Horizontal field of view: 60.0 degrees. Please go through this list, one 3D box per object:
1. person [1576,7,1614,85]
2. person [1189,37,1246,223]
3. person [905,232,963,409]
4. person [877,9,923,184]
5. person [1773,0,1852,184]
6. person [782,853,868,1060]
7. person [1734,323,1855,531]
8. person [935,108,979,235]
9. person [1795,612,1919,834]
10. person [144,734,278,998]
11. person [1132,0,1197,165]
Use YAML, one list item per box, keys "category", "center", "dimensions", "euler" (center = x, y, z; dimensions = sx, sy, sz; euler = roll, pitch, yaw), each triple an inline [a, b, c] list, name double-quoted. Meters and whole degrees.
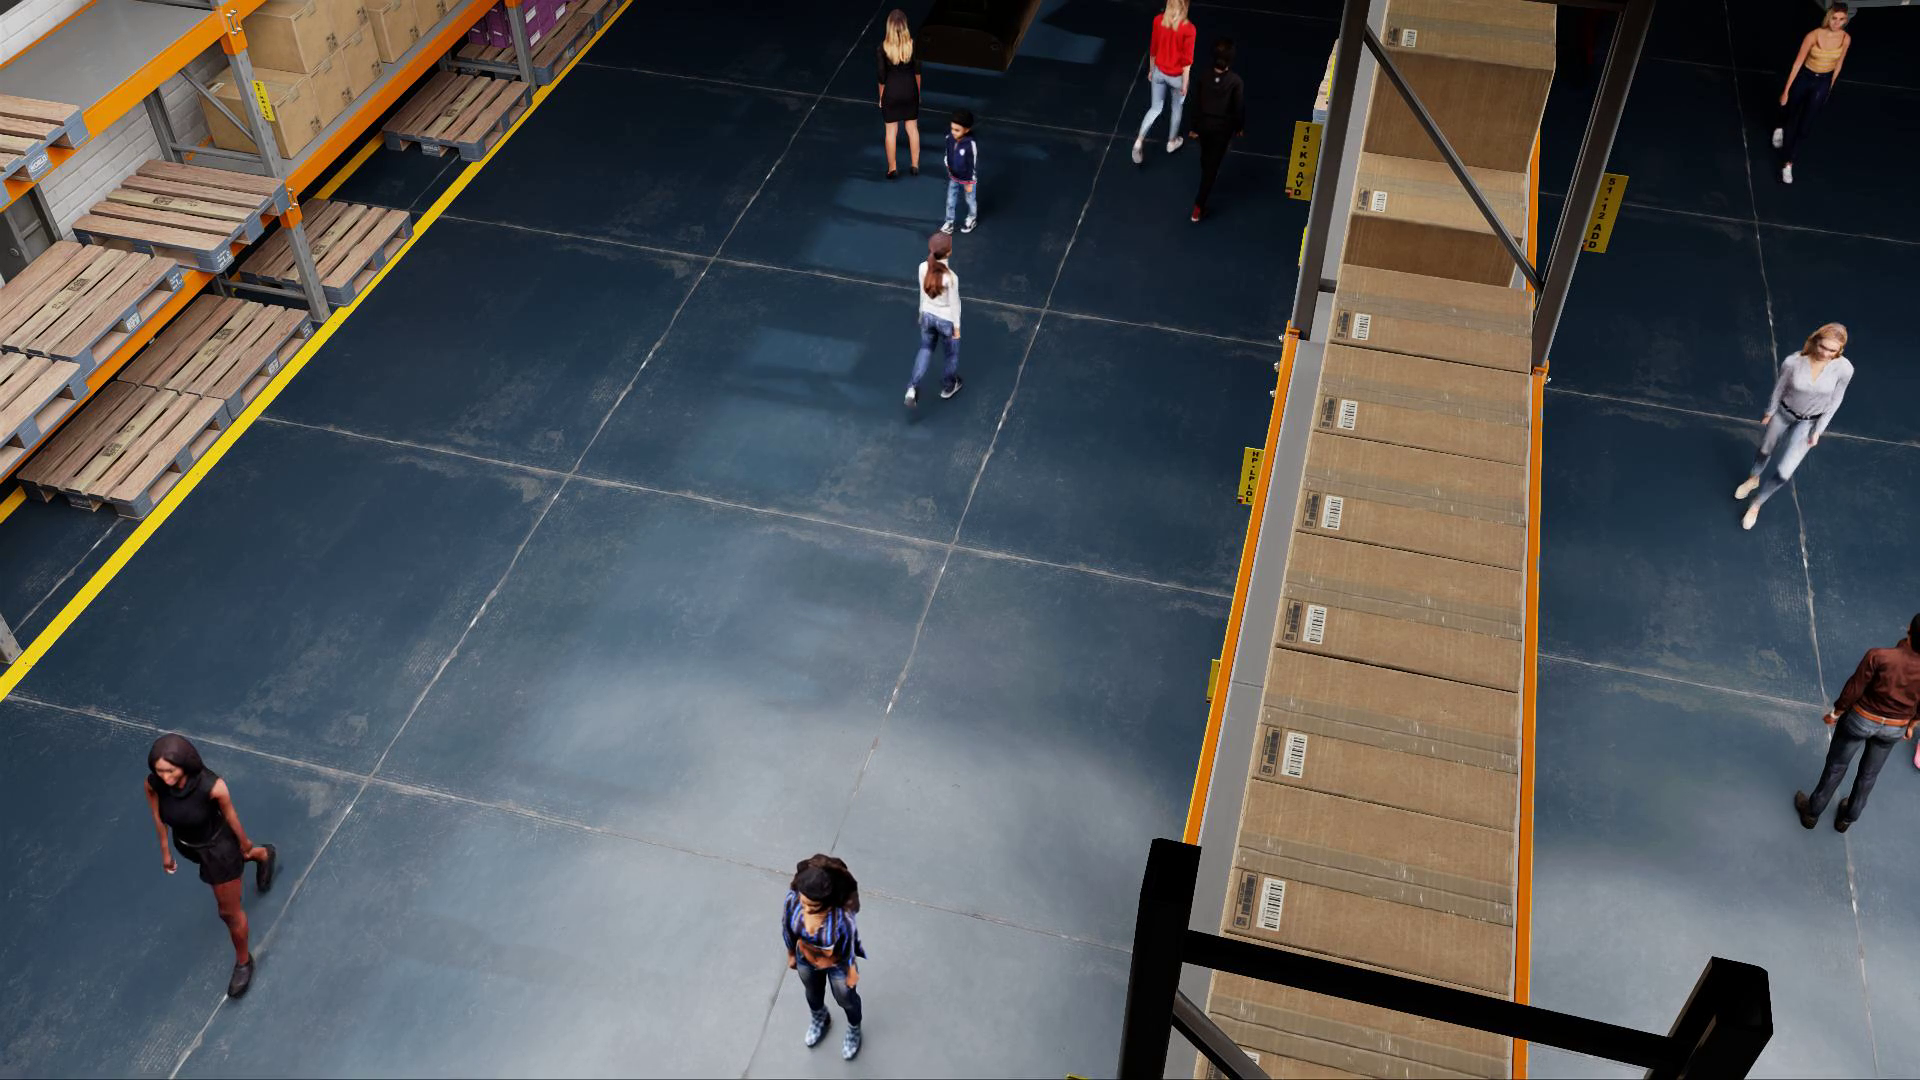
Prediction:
- category: "person"
  center: [6.383, -5.365, 16.461]
  dimensions: [0.841, 1.730, 1.121]
  euler: [0, 44, 0]
- category: "person"
  center: [2.216, -3.579, 14.653]
  dimensions: [0.763, 1.638, 1.098]
  euler: [19, 47, 19]
- category: "person"
  center: [-0.205, -1.642, 12.692]
  dimensions: [0.668, 1.539, 0.948]
  euler: [22, 48, 21]
- category: "person"
  center: [-0.545, -4.022, 15.090]
  dimensions: [0.610, 1.677, 0.612]
  euler: [-10, 45, -11]
- category: "person"
  center: [7.814, -4.204, 15.345]
  dimensions: [0.577, 1.589, 1.117]
  euler: [11, 45, 11]
- category: "person"
  center: [-0.695, 2.166, 8.634]
  dimensions: [0.633, 1.621, 0.575]
  euler: [15, 46, 16]
- category: "person"
  center: [5.905, -0.858, 11.717]
  dimensions: [0.735, 1.747, 0.898]
  euler: [29, 51, 27]
- category: "person"
  center: [0.063, -3.255, 14.624]
  dimensions: [0.654, 1.208, 0.747]
  euler: [26, 49, 25]
- category: "person"
  center: [5.325, 1.063, 9.677]
  dimensions: [0.640, 1.780, 0.490]
  euler: [10, 44, 10]
- category: "person"
  center: [-4.093, 1.620, 9.148]
  dimensions: [0.684, 1.703, 1.196]
  euler: [6, 44, 6]
- category: "person"
  center: [1.885, -4.239, 15.313]
  dimensions: [0.847, 1.682, 1.103]
  euler: [26, 50, 25]
